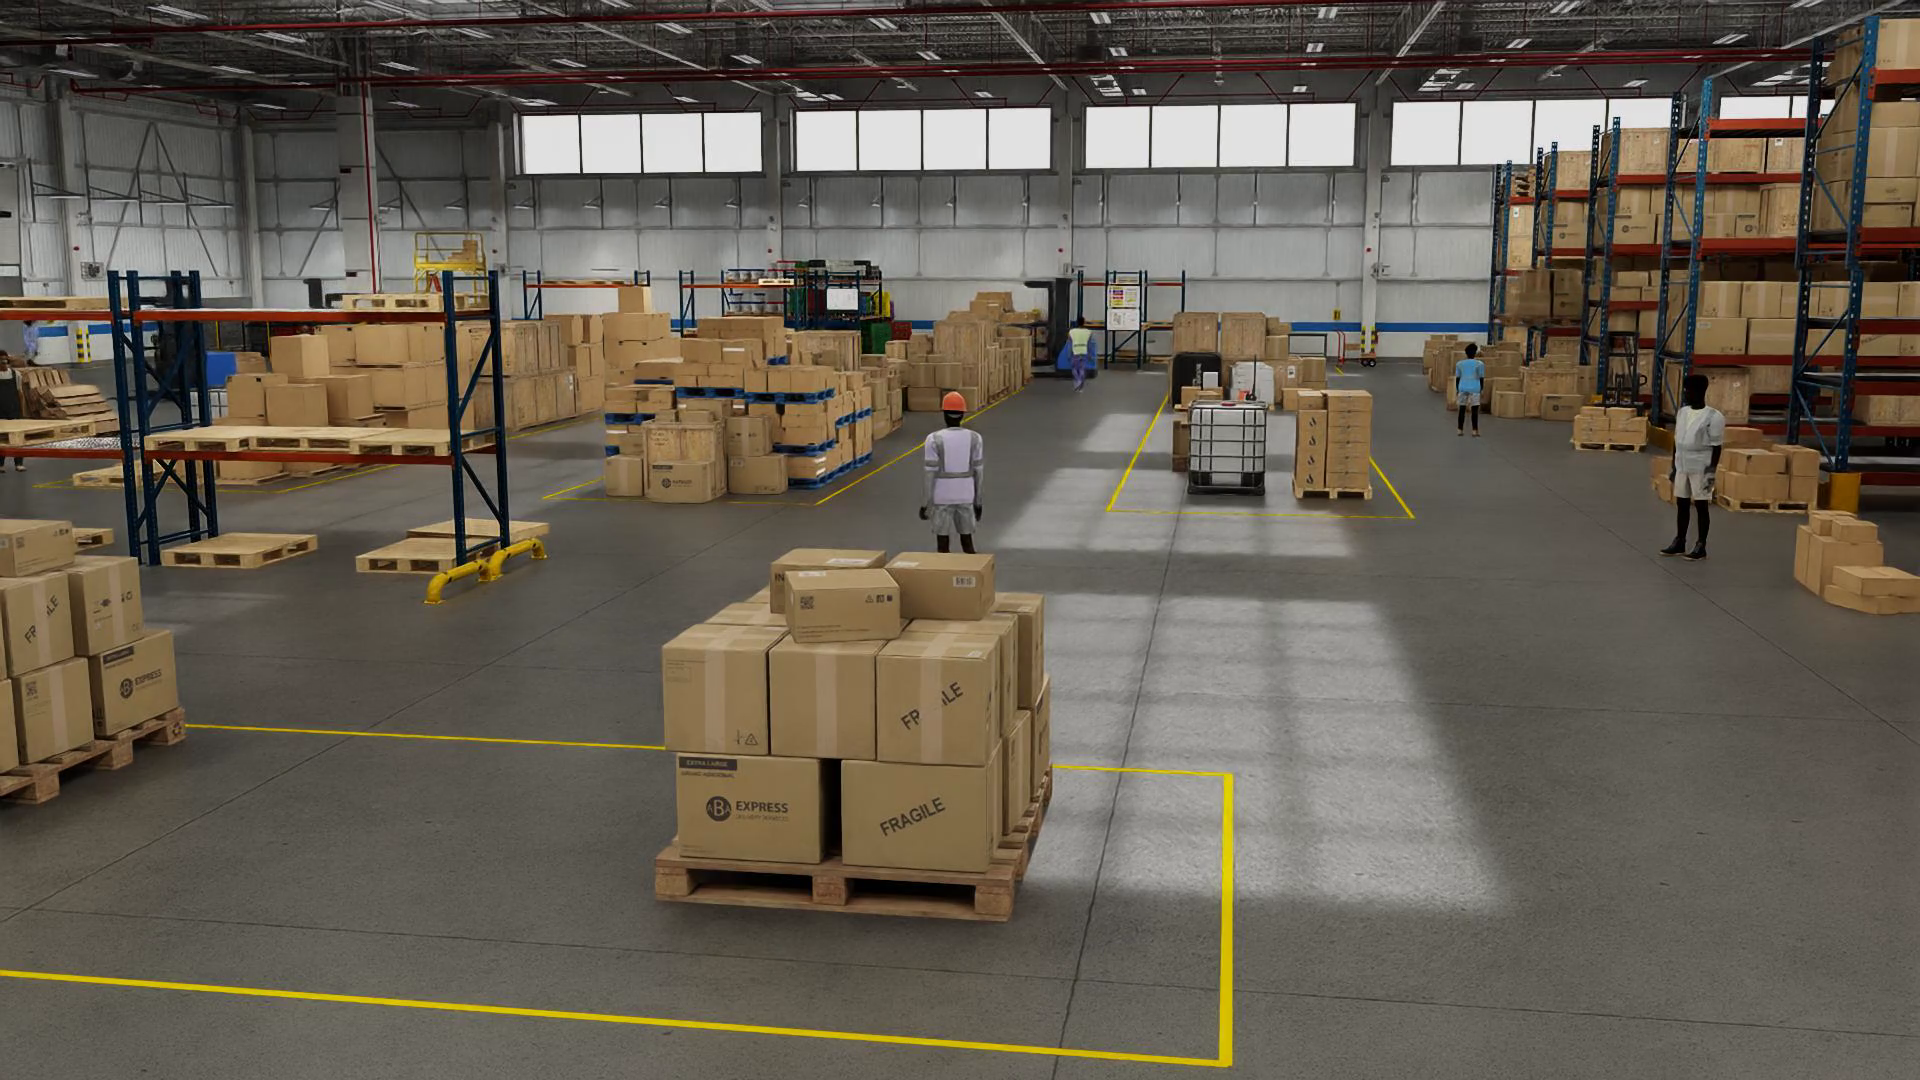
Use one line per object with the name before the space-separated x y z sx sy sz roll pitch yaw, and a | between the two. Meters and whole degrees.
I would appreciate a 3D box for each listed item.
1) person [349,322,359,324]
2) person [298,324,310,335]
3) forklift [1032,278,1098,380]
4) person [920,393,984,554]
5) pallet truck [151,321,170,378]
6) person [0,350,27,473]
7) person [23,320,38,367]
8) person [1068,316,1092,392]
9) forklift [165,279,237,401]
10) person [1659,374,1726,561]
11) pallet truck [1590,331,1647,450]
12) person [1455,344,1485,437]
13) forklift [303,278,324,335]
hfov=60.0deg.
person | -15.021 -4.612 41.303 0.638 1.927 0.397 1 9 8
person | -17.193 -4.874 43.833 0.527 1.616 0.597 -2 9 -12
forklift | 2.883 -5.893 46.261 1.873 2.768 1.129 1 9 9
person | -0.068 -0.378 15.220 0.570 1.921 0.434 -3 10 -15
pallet truck | -21.869 -5.598 47.154 0.823 1.965 1.885 4 10 26
person | -14.335 -1.930 24.998 0.521 1.844 0.331 -8 12 -40
person | -24.904 -5.157 44.683 0.561 1.917 0.607 6 11 33
person | 2.987 -4.636 41.519 0.615 1.899 0.464 -1 9 -8
forklift | -18.185 -4.743 39.164 1.129 2.768 1.873 5 11 30
person | 7.679 -0.758 17.426 0.381 1.958 0.602 -4 10 -22
pallet truck | 11.253 -2.573 28.499 0.823 1.965 1.885 5 10 27
person | 9.318 -2.733 30.407 0.531 1.698 0.320 6 11 31
forklift | -16.755 -5.417 43.321 1.873 2.768 1.129 -3 10 -19
